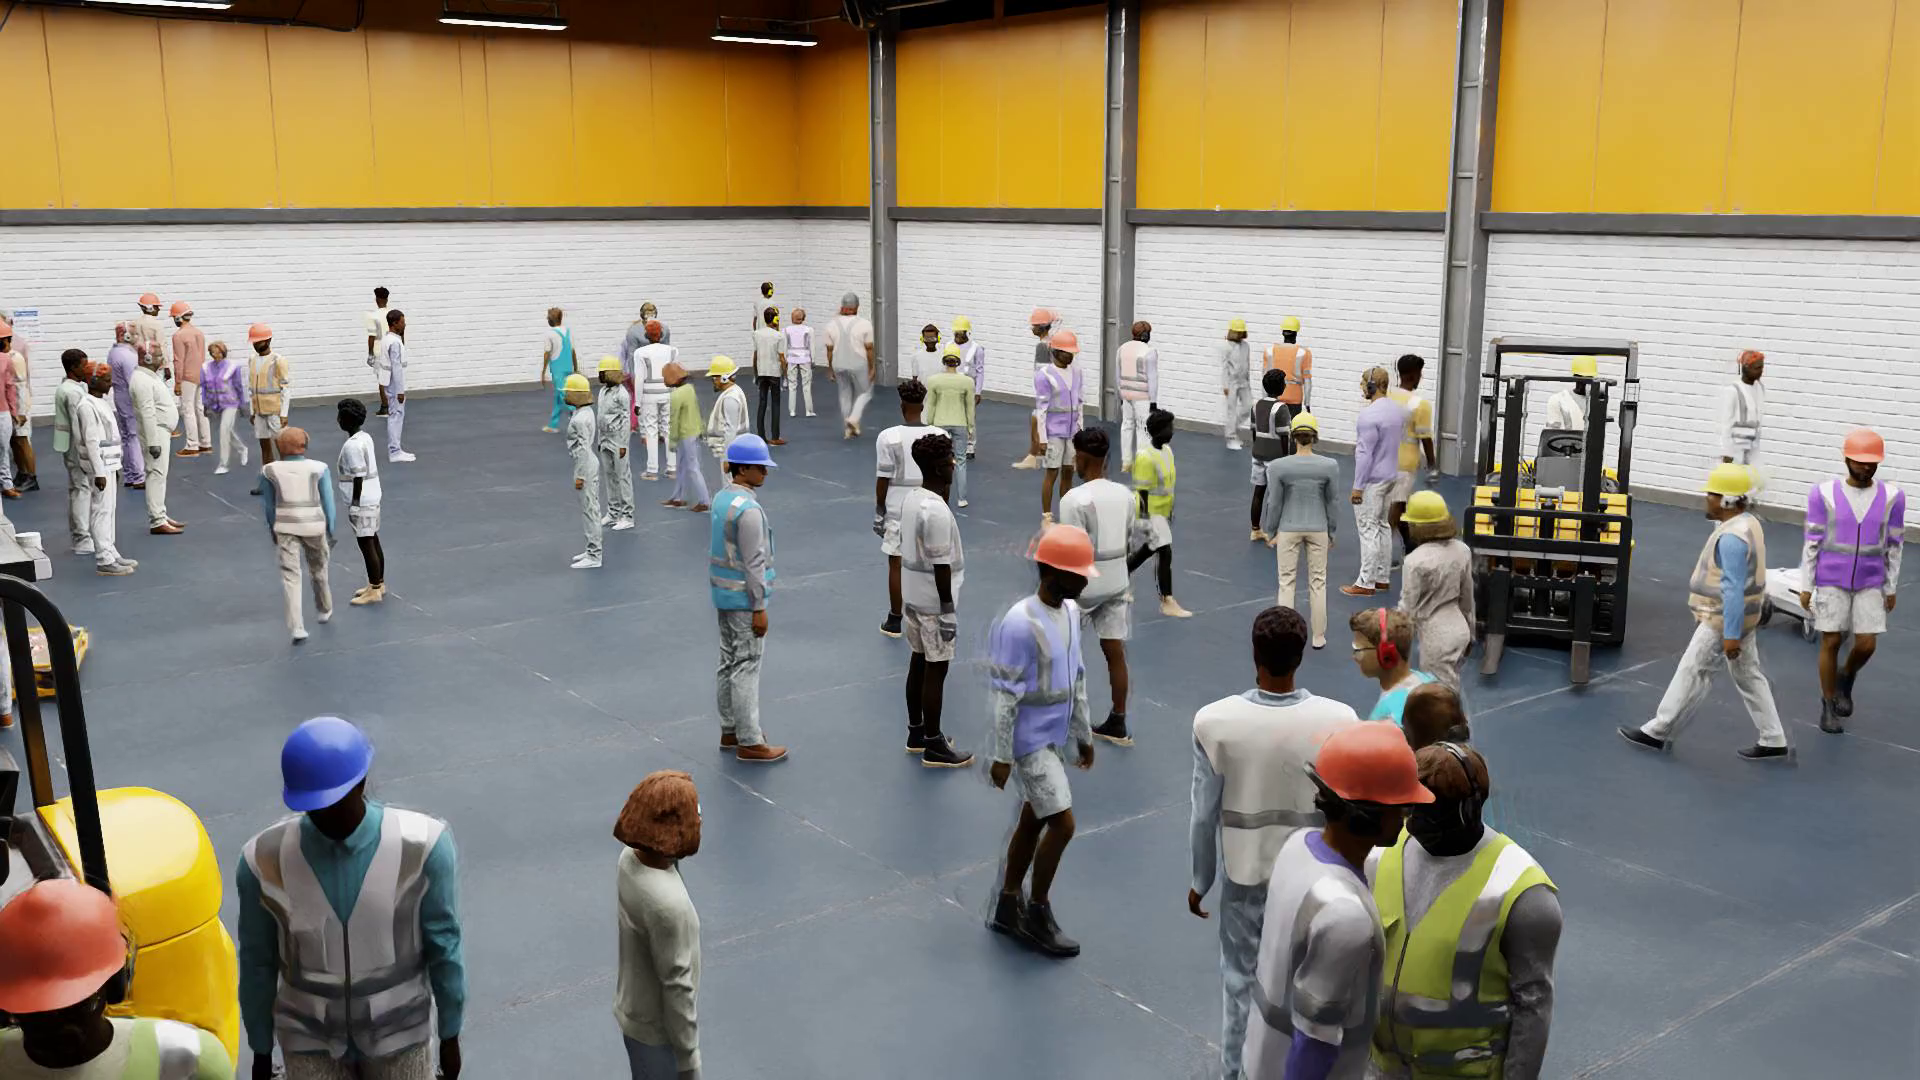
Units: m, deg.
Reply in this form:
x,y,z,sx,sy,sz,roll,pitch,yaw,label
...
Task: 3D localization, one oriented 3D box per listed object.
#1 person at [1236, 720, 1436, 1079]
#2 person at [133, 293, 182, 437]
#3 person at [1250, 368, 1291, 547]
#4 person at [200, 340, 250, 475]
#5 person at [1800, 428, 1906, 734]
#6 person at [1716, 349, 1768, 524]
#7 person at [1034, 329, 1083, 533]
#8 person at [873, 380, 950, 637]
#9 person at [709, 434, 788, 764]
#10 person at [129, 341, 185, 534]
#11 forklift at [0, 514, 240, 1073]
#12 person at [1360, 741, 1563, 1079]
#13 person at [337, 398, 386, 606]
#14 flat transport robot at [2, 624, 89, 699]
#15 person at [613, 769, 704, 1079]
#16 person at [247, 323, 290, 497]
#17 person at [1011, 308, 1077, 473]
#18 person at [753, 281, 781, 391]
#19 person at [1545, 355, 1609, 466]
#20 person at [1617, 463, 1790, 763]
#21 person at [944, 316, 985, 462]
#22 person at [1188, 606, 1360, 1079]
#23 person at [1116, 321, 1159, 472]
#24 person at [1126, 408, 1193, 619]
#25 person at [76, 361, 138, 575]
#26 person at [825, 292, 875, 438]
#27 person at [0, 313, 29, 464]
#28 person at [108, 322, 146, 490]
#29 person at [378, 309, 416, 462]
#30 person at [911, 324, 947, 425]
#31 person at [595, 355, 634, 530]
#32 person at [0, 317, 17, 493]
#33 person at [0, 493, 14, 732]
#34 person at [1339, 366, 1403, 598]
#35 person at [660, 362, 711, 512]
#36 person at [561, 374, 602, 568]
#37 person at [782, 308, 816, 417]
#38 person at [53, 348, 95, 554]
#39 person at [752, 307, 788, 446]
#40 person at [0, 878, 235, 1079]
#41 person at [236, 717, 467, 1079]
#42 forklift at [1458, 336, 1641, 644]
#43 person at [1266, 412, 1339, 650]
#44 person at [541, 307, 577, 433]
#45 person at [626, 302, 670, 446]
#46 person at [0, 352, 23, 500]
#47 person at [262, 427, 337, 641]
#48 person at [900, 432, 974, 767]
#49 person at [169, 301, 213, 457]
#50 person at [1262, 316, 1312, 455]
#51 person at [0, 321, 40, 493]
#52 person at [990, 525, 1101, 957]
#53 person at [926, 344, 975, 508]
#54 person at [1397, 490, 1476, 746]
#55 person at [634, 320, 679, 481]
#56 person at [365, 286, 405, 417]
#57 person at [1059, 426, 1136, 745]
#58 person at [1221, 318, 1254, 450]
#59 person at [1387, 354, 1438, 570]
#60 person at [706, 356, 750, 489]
x,y,z,sx,sy,sz,roll,pitch,yaw,label
0.939,1.435,4.477,1.119,1.981,0.620,-1,12,-4,person
-11.135,-2.404,22.967,0.612,1.990,0.392,5,13,24,person
2.967,-0.785,15.859,0.319,1.697,0.533,-6,13,-26,person
-8.900,-1.633,20.192,0.508,1.607,0.776,2,12,9,person
5.519,0.249,10.329,0.565,1.920,0.462,4,12,18,person
7.509,-0.889,15.935,0.617,1.869,0.418,-7,14,-32,person
1.011,-1.060,16.388,0.613,2.033,0.411,-11,16,-42,person
-0.359,-0.234,12.593,0.615,1.951,0.388,-5,13,-24,person
-1.271,0.342,9.819,0.402,1.944,0.605,-6,13,-25,person
-7.934,-1.012,16.449,0.409,1.905,0.652,-5,13,-21,person
-3.687,1.115,5.480,2.313,2.155,1.214,-9,15,-36,forklift
1.336,1.452,4.707,0.429,1.841,0.634,-9,15,-39,person
-4.895,-0.313,13.583,0.318,1.695,0.539,-2,12,-9,person
-6.472,0.830,11.522,0.652,0.197,1.431,-5,13,-22,flat transport robot
-0.908,1.485,5.078,0.278,1.627,0.505,-5,13,-25,person
-7.686,-1.443,18.461,0.542,1.936,0.364,5,13,22,person
1.147,-1.783,19.998,1.004,2.005,0.617,3,12,15,person
-3.295,-3.476,28.438,0.518,1.870,0.323,6,13,27,person
5.523,-0.702,14.903,0.585,1.927,0.366,-2,12,-11,person
4.481,0.432,9.786,0.949,1.780,0.618,8,14,33,person
0.012,-1.900,20.911,0.589,1.835,0.403,7,13,30,person
1.095,1.177,5.849,0.590,1.920,0.398,0,12,2,person
2.148,-1.703,19.946,0.430,1.844,0.624,-9,15,-37,person
1.518,-0.234,13.322,0.822,1.664,0.548,6,13,29,person
-7.549,-0.633,14.669,0.356,1.887,0.574,-4,12,-17,person
-1.484,-2.389,22.774,0.698,2.000,0.604,4,12,20,person
-11.974,-1.902,20.757,0.955,1.897,0.660,9,15,37,person
-9.417,-1.529,18.966,0.400,1.904,0.663,-10,16,-41,person
-7.111,-1.938,20.929,0.392,1.911,0.584,-6,13,-26,person
-0.321,-1.576,19.313,0.510,1.854,0.324,0,12,-1,person
-3.485,-0.978,16.684,0.487,1.744,0.294,11,16,44,person
-10.845,-1.544,18.723,0.420,2.031,0.611,-5,13,-23,person
-6.139,0.268,10.193,0.412,1.941,0.609,7,14,31,person
3.454,-0.484,13.862,0.384,1.928,0.634,8,14,35,person
-2.961,-1.078,17.512,0.726,1.590,0.552,2,12,12,person
-3.399,-0.620,14.949,0.304,1.745,0.483,-1,12,-6,person
-2.424,-2.663,25.066,0.515,1.641,0.314,2,12,8,person
-8.247,-0.827,15.529,0.372,1.916,0.596,-8,14,-33,person
-2.535,-2.183,22.245,0.525,1.854,0.342,5,13,23,person
-1.834,1.632,3.518,0.621,1.989,1.097,-2,12,-12,person
-1.749,1.382,4.846,0.630,1.924,0.662,-3,12,-13,person
4.683,-0.471,13.136,1.214,2.155,2.313,4,12,20,forklift
2.509,-0.061,12.220,0.524,1.760,0.327,1,12,4,person
-5.512,-2.328,23.086,0.971,1.804,0.533,8,14,32,person
-4.132,-2.212,22.211,0.636,1.927,0.386,-9,15,-37,person
-10.579,-1.373,18.128,0.373,1.935,0.628,8,14,33,person
-5.008,-0.068,12.649,0.519,1.587,0.861,-3,12,-15,person
-0.155,0.346,9.746,0.368,1.966,0.602,-4,12,-20,person
-9.895,-2.064,21.350,0.410,1.980,0.630,1,12,6,person
3.834,-1.659,19.522,0.590,1.926,0.388,6,13,26,person
-10.683,-1.494,18.719,0.554,1.929,0.389,10,15,39,person
0.416,0.877,7.316,0.642,1.904,0.567,6,13,28,person
-0.101,-1.216,17.803,0.515,1.760,0.331,0,12,0,person
2.658,0.566,9.307,0.514,1.706,0.553,-10,15,-39,person
-3.560,-1.639,19.534,0.586,1.882,0.343,-9,15,-37,person
-8.683,-2.843,25.144,0.361,1.963,0.618,10,16,41,person
0.738,0.262,10.214,0.650,1.930,0.838,-10,15,-39,person
3.649,-2.048,21.862,0.515,1.730,0.346,-8,14,-33,person
4.038,-0.705,14.919,0.949,1.921,0.636,-7,14,-31,person
-2.204,-0.845,15.863,0.403,1.821,0.600,-1,12,-6,person
